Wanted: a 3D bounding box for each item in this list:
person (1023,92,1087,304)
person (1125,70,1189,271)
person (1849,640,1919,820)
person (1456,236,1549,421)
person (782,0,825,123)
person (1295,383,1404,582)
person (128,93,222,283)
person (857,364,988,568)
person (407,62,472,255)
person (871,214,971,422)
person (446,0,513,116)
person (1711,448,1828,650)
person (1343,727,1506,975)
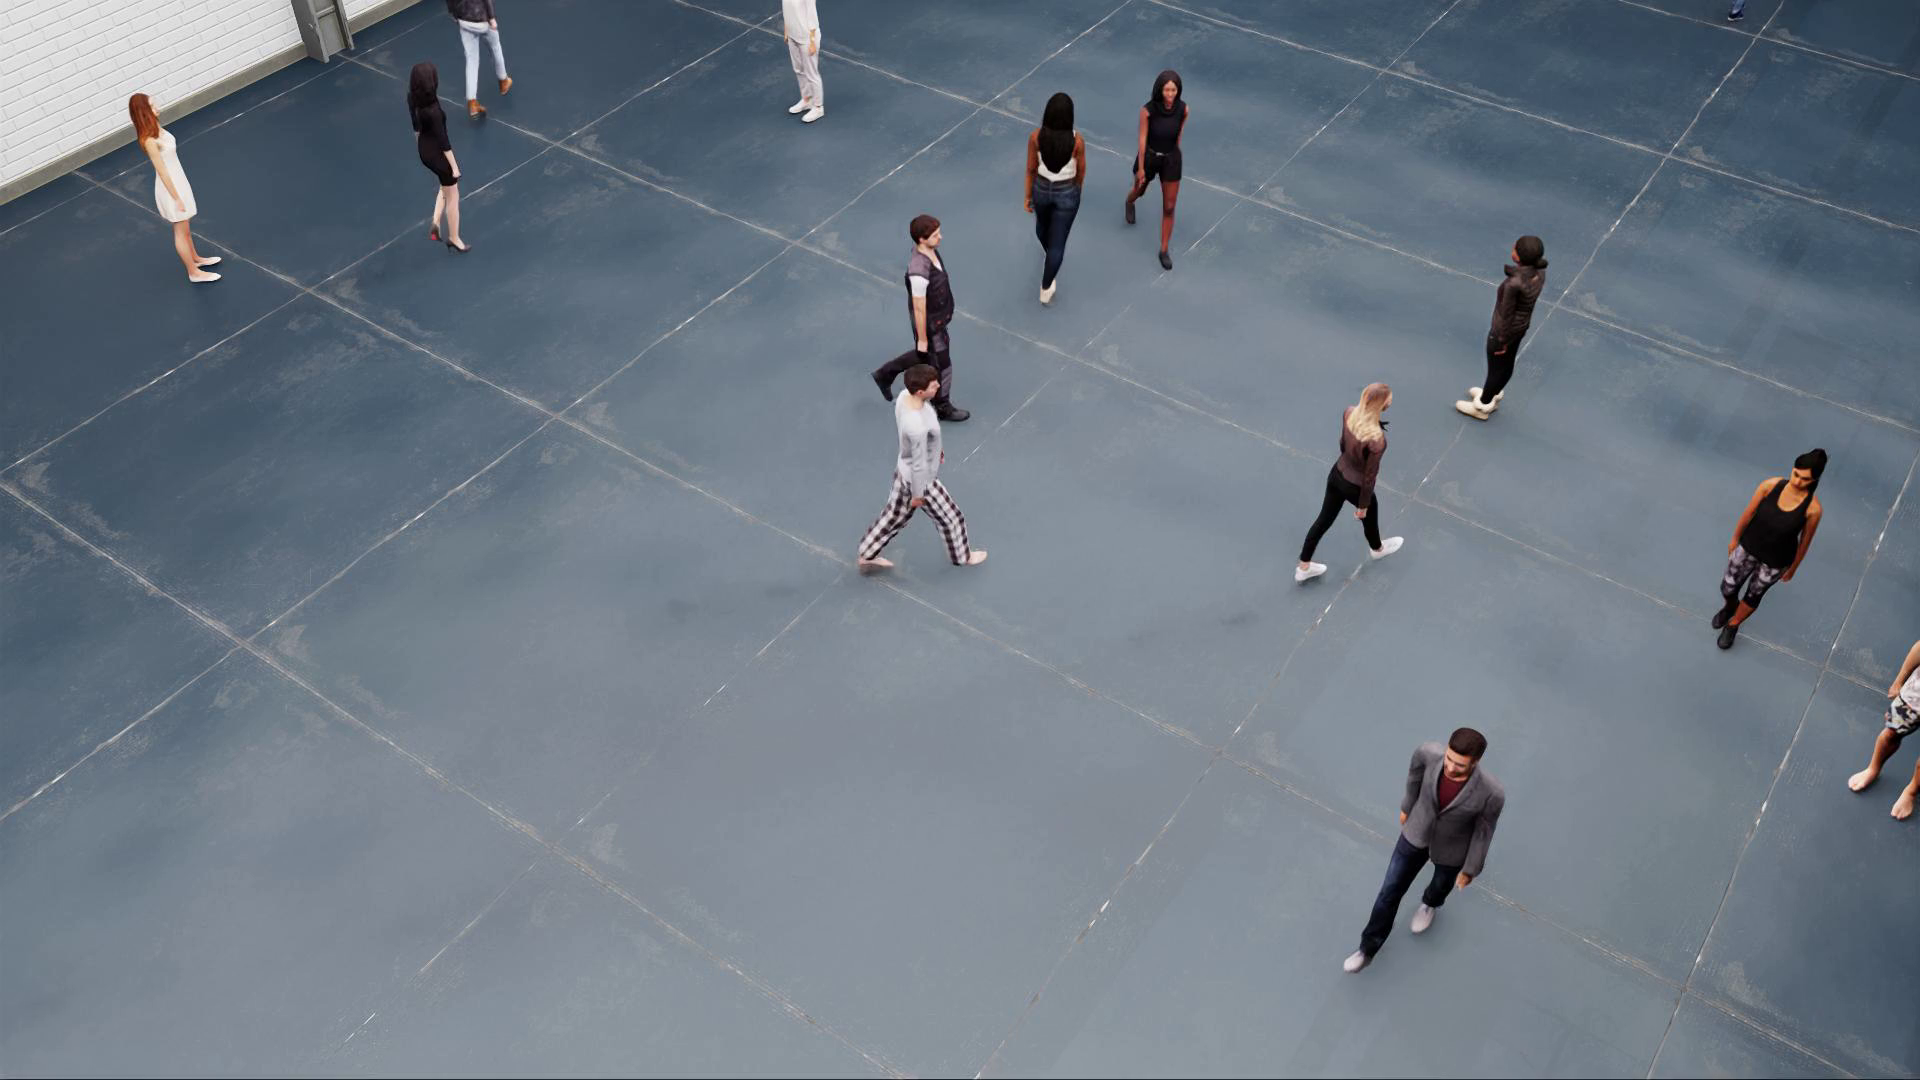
[{"bbox_3d":[0.768,-2.785,13.798,0.795,1.772,1.133,15,46,15],"label":"person"},{"bbox_3d":[1.674,-3.278,14.368,1.134,1.700,1.190,-7,44,-7],"label":"person"},{"bbox_3d":[5.842,0.916,9.885,0.636,1.811,0.712,-34,53,-30],"label":"person"},{"bbox_3d":[4.172,-1.603,12.635,0.685,1.663,0.621,8,44,9],"label":"person"},{"bbox_3d":[-1.512,-4.892,16.072,0.642,1.686,0.600,34,53,31],"label":"person"},{"bbox_3d":[2.594,-0.349,11.326,1.174,1.653,0.986,-18,46,-18],"label":"person"},{"bbox_3d":[-6.667,-2.985,14.051,0.696,1.711,0.649,-11,45,-11],"label":"person"},{"bbox_3d":[-0.371,-0.446,11.320,1.207,1.804,1.088,-10,45,-10],"label":"person"},{"bbox_3d":[-4.542,-3.205,14.228,0.720,1.787,0.682,-34,53,-30],"label":"person"},{"bbox_3d":[-0.320,-1.656,12.571,1.005,1.829,1.071,5,44,5],"label":"person"},{"bbox_3d":[-4.721,-4.977,16.072,1.012,1.809,1.225,5,44,5],"label":"person"},{"bbox_3d":[5.326,0.024,10.933,0.606,1.655,0.593,29,51,27],"label":"person"},{"bbox_3d":[2.669,1.598,9.154,0.731,1.833,1.099,28,50,26],"label":"person"}]
